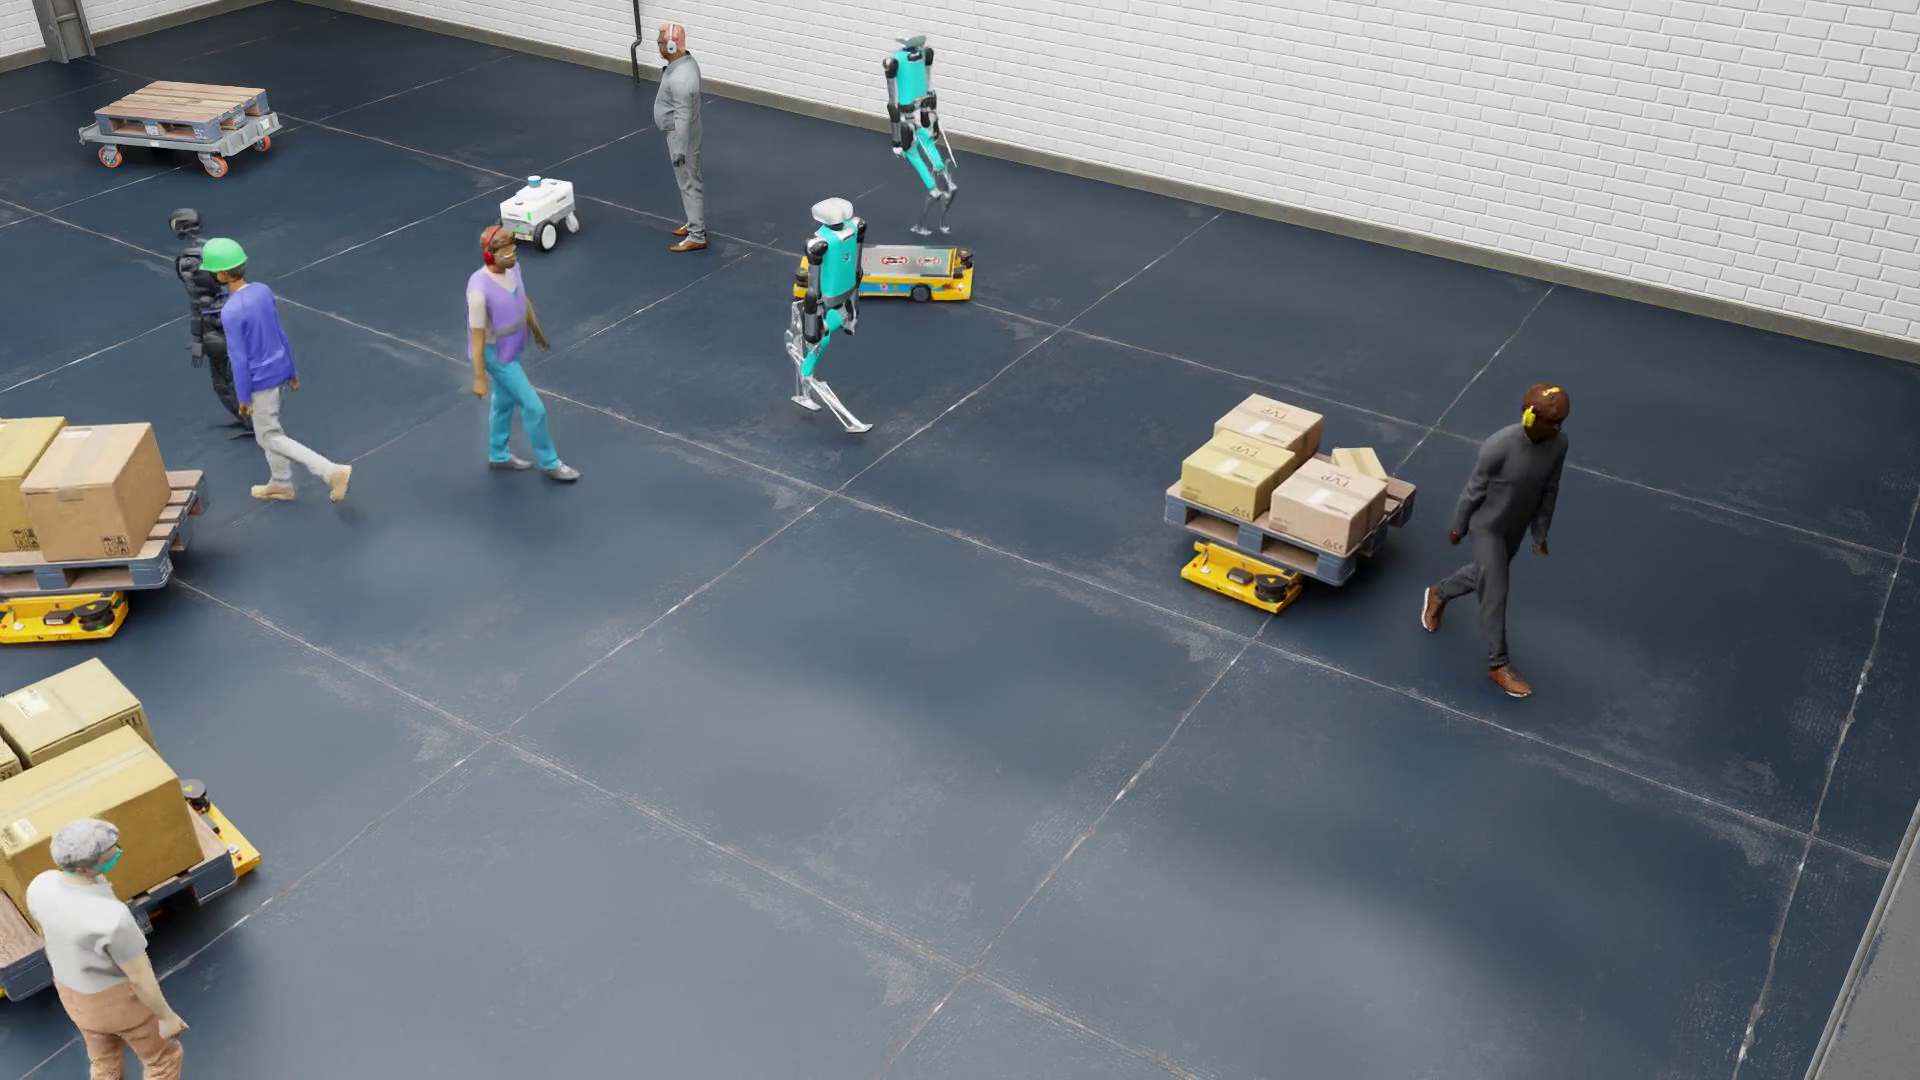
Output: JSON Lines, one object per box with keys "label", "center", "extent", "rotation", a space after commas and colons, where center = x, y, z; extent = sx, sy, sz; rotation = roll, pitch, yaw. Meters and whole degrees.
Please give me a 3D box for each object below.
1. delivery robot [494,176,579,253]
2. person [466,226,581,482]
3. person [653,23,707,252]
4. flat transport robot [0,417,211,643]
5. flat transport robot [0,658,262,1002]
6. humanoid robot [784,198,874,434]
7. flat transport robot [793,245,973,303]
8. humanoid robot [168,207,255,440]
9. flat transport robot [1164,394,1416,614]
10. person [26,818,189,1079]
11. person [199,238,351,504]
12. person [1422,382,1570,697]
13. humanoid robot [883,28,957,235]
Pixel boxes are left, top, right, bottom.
{"label": "delivery robot", "center": [-3.666, -2.844, 14.420], "extent": [0.512, 0.598, 0.769], "rotation": [12, 35, 18]}
{"label": "person", "center": [-2.822, -1.181, 10.665], "extent": [0.785, 1.803, 0.723], "rotation": [4, 33, 6]}
{"label": "person", "center": [-2.353, -3.387, 14.014], "extent": [0.412, 1.907, 0.642], "rotation": [-2, 33, -4]}
{"label": "flat transport robot", "center": [-5.246, 0.133, 10.049], "extent": [0.659, 0.231, 1.431], "rotation": [-3, 33, -5]}
{"label": "flat transport robot", "center": [-4.077, 1.641, 7.703], "extent": [0.659, 0.231, 1.431], "rotation": [28, 42, 36]}
{"label": "humanoid robot", "center": [-0.988, -1.524, 11.272], "extent": [1.009, 1.733, 0.543], "rotation": [22, 39, 30]}
{"label": "flat transport robot", "center": [-0.617, -2.194, 13.670], "extent": [1.431, 0.231, 0.659], "rotation": [1, 33, 2]}
{"label": "humanoid robot", "center": [-5.022, -1.439, 11.199], "extent": [0.326, 1.649, 0.585], "rotation": [-4, 33, -6]}
{"label": "flat transport robot", "center": [2.021, -0.036, 10.312], "extent": [0.659, 0.231, 1.431], "rotation": [22, 39, 31]}
{"label": "person", "center": [-3.225, 1.748, 6.214], "extent": [0.527, 1.711, 0.447], "rotation": [14, 35, 20]}
{"label": "person", "center": [-4.280, -1.014, 10.378], "extent": [0.693, 1.844, 0.468], "rotation": [4, 33, 6]}
{"label": "person", "center": [2.900, -0.110, 9.006], "extent": [0.497, 1.823, 0.895], "rotation": [-13, 35, -19]}
{"label": "humanoid robot", "center": [-0.265, -3.413, 14.215], "extent": [0.687, 1.800, 0.542], "rotation": [27, 42, 35]}
